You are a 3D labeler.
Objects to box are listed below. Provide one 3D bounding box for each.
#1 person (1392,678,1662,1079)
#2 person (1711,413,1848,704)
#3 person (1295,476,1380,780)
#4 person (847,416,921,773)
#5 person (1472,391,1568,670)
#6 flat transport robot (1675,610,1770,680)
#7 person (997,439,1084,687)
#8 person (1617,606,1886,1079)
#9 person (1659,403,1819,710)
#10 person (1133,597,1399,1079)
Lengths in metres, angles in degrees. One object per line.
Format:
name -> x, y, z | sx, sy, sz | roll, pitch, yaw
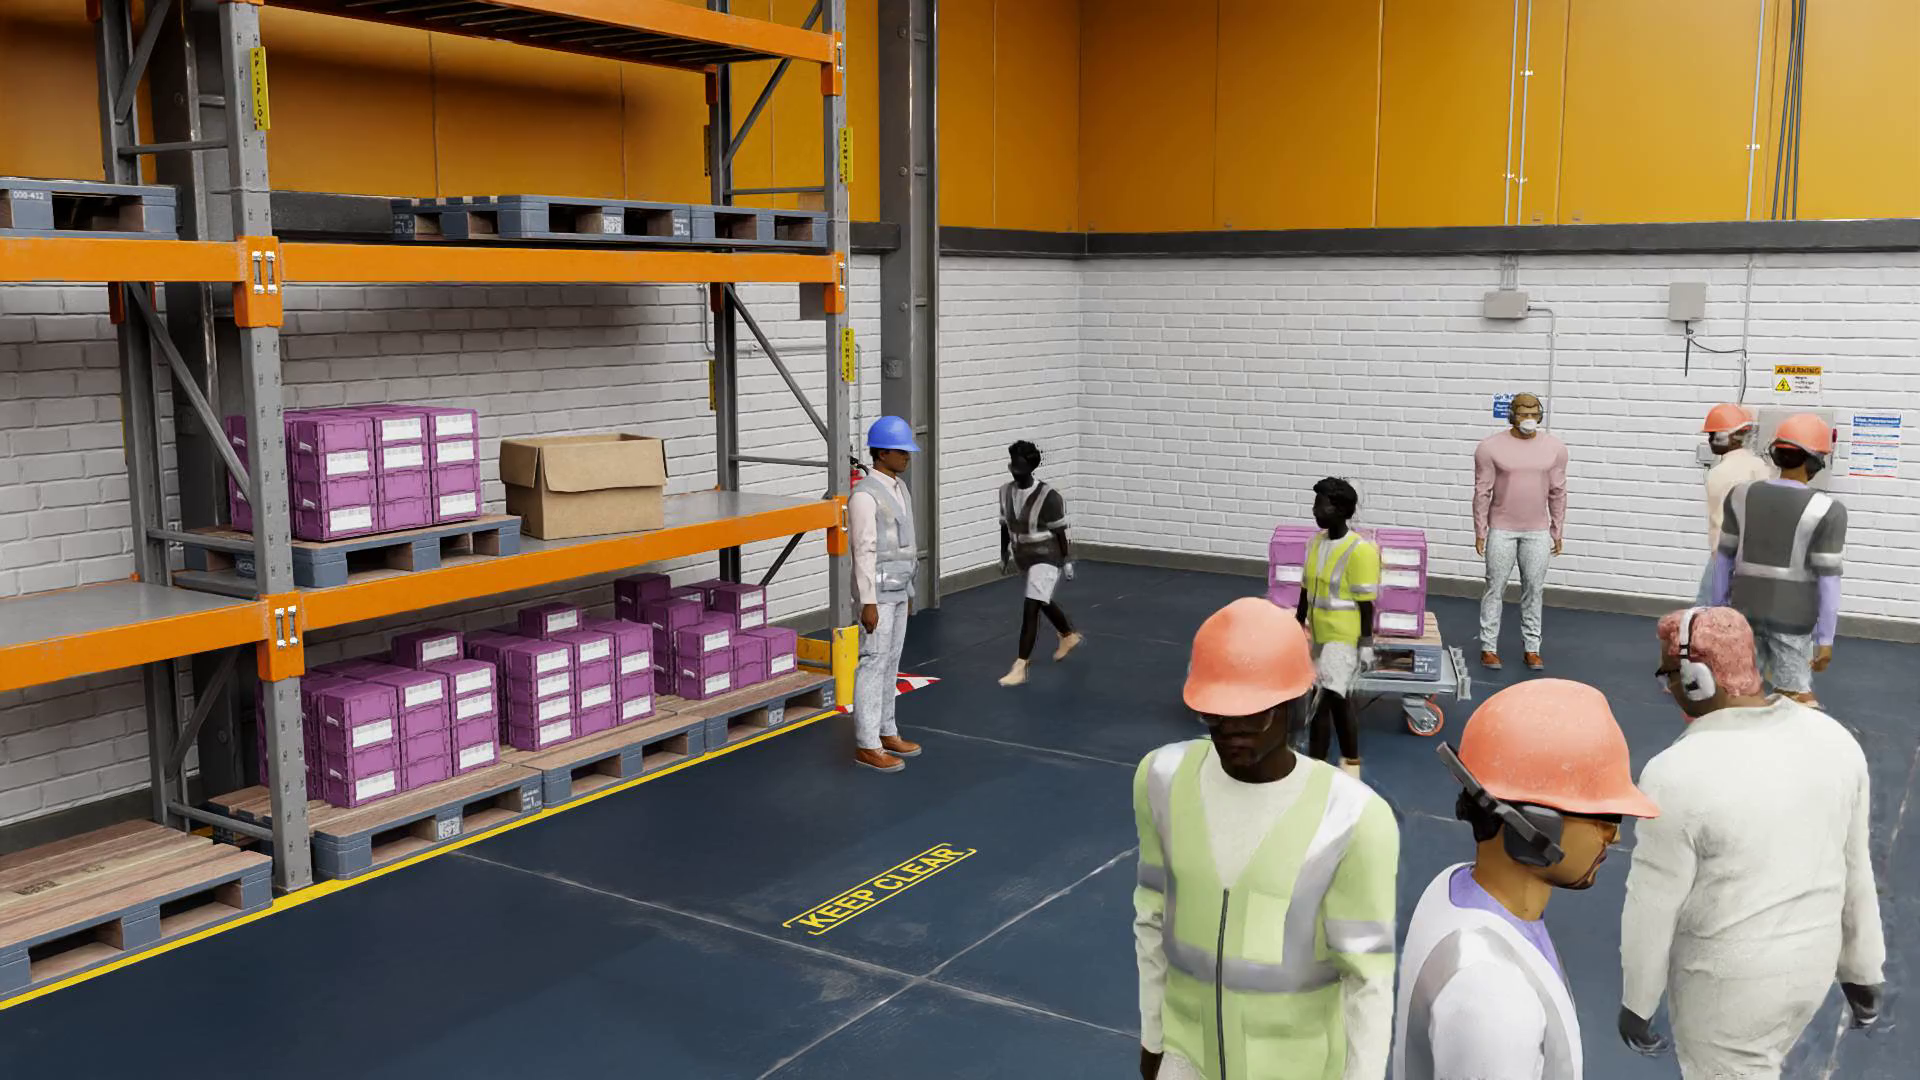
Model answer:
person -> 0.901, 1.227, 2.773 | 0.405, 2.035, 0.610 | 3, 9, 17
person -> 3.996, 0.388, 8.214 | 0.615, 2.033, 0.648 | -7, 11, -38
person -> 1.838, 0.515, 8.555 | 0.696, 1.670, 0.547 | -3, 9, -18
person -> -0.409, 0.286, 9.166 | 0.400, 1.944, 0.618 | 3, 9, 17
person -> 3.851, -0.060, 11.480 | 0.629, 1.932, 0.366 | 1, 9, 5
flat transport robot -> 5.370, 0.724, 11.738 | 0.652, 0.197, 1.431 | 4, 10, 23
person -> 0.562, 0.117, 11.240 | 0.905, 1.648, 0.551 | -7, 11, -40
person -> 1.926, 1.090, 4.212 | 0.701, 1.866, 0.645 | -4, 9, -22
person -> 4.892, 0.125, 10.326 | 0.625, 1.933, 1.050 | -4, 10, -26
person -> 0.561, 1.125, 3.462 | 0.629, 2.014, 0.836 | 6, 11, 34
